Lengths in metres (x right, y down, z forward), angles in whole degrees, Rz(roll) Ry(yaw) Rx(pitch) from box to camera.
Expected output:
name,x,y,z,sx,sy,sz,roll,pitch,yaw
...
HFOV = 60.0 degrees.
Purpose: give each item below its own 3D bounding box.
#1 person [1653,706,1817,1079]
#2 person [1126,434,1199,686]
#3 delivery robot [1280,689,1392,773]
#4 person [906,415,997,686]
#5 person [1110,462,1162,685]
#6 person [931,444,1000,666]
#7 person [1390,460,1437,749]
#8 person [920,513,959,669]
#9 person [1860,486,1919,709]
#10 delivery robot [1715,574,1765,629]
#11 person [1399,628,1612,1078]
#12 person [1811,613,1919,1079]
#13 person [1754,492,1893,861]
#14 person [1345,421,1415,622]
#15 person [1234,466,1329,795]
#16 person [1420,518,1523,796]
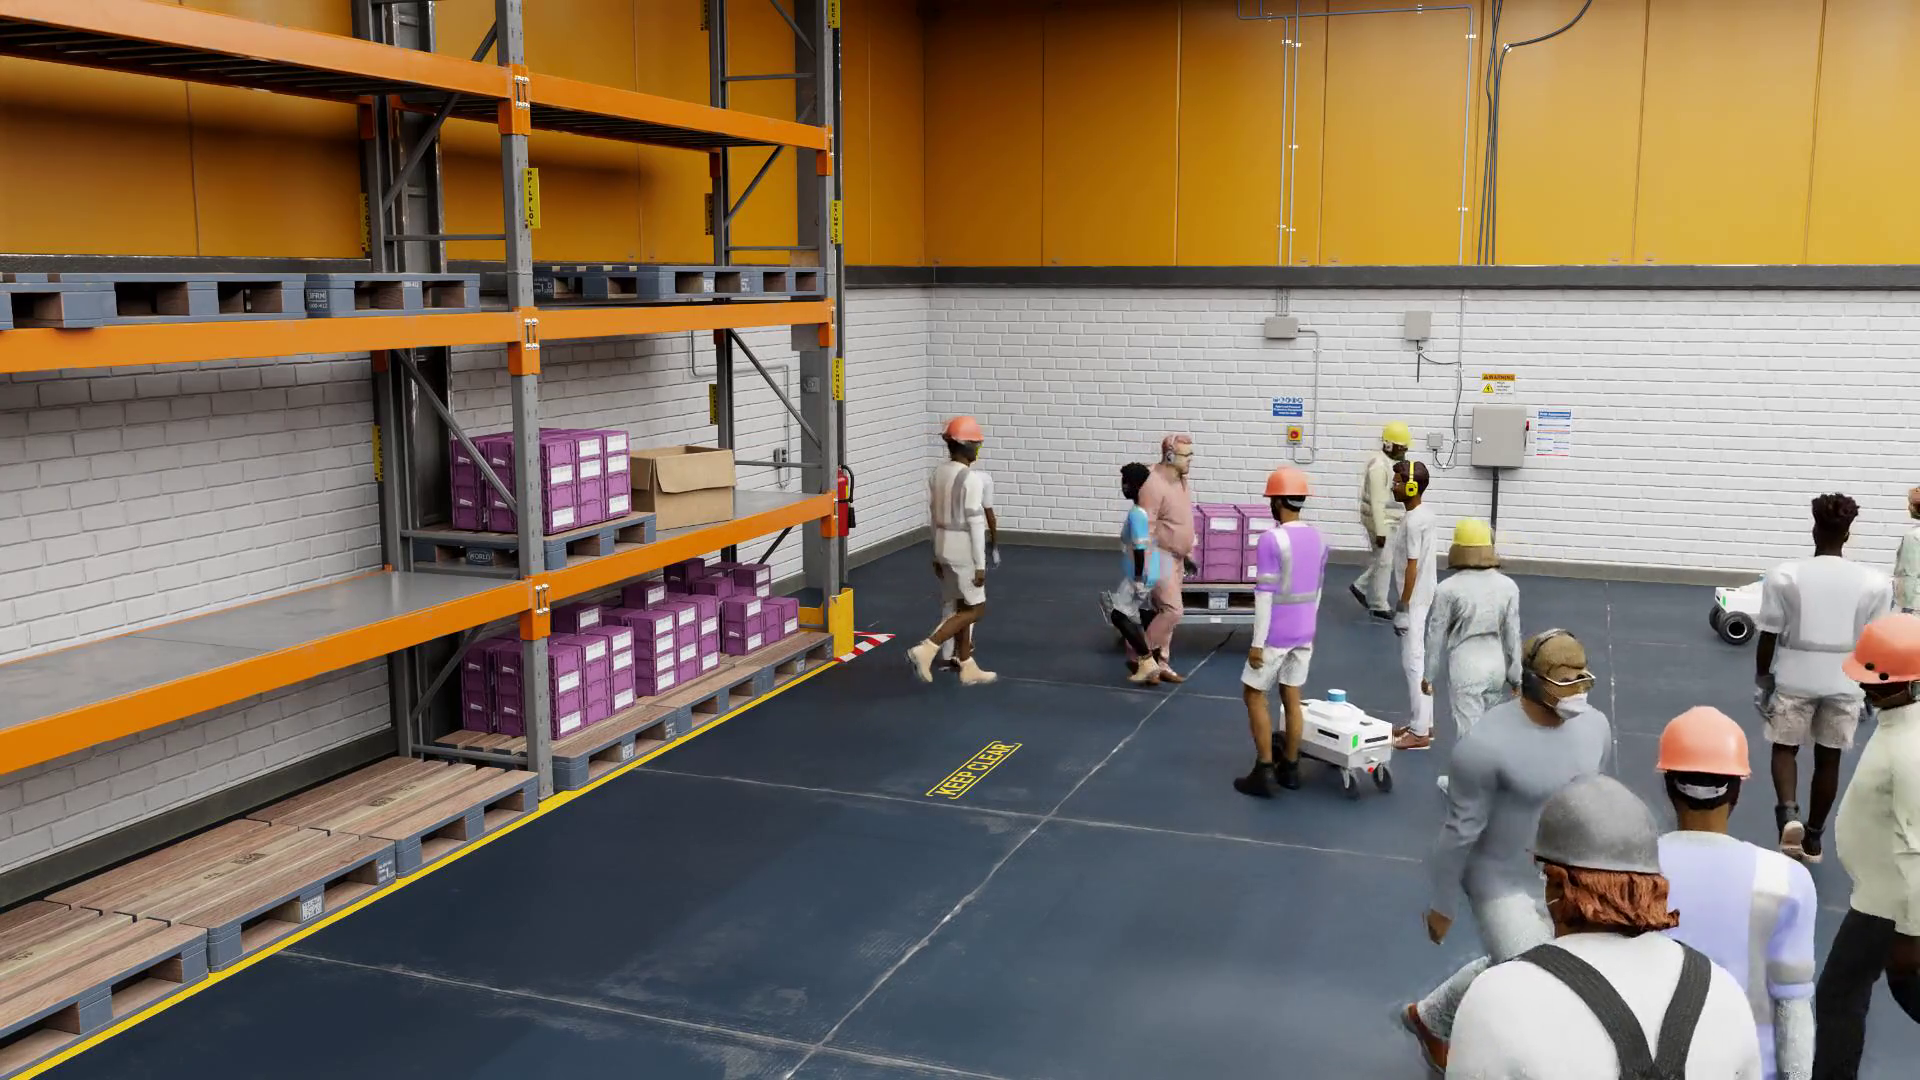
name,x,y,z,sx,sy,sz,roll,pitch,yaw
person,1.980,1.385,4.453,0.571,1.899,0.788,5,10,29
person,1.523,0.154,12.237,0.405,1.886,0.686,4,10,25
delivery robot,2.242,1.137,9.934,0.477,0.478,0.707,-5,10,-29
person,-0.061,0.104,12.116,0.706,2.022,0.620,-5,10,-29
person,1.317,0.261,12.202,0.379,1.682,0.547,4,10,24
person,0.041,0.058,13.001,0.526,1.847,0.810,3,10,18
person,2.912,0.410,10.706,0.332,1.863,0.511,4,10,22
person,-0.103,0.219,12.659,0.472,1.616,0.527,-7,12,-39
person,6.594,0.438,11.317,0.523,1.612,0.770,-6,11,-33
delivery robot,6.649,0.528,13.757,0.707,0.478,0.477,2,9,15
person,1.866,1.179,5.803,0.671,1.888,0.957,-5,10,-29
person,3.225,1.190,5.545,0.915,1.949,0.637,6,11,32
person,4.369,0.727,8.463,0.606,1.949,0.608,4,10,21
person,3.687,-0.158,14.515,0.578,1.788,0.647,5,10,30
person,1.883,0.534,9.718,0.601,1.924,0.401,-7,11,-37
person,2.784,0.726,9.204,0.495,1.700,0.862,-2,9,-14
